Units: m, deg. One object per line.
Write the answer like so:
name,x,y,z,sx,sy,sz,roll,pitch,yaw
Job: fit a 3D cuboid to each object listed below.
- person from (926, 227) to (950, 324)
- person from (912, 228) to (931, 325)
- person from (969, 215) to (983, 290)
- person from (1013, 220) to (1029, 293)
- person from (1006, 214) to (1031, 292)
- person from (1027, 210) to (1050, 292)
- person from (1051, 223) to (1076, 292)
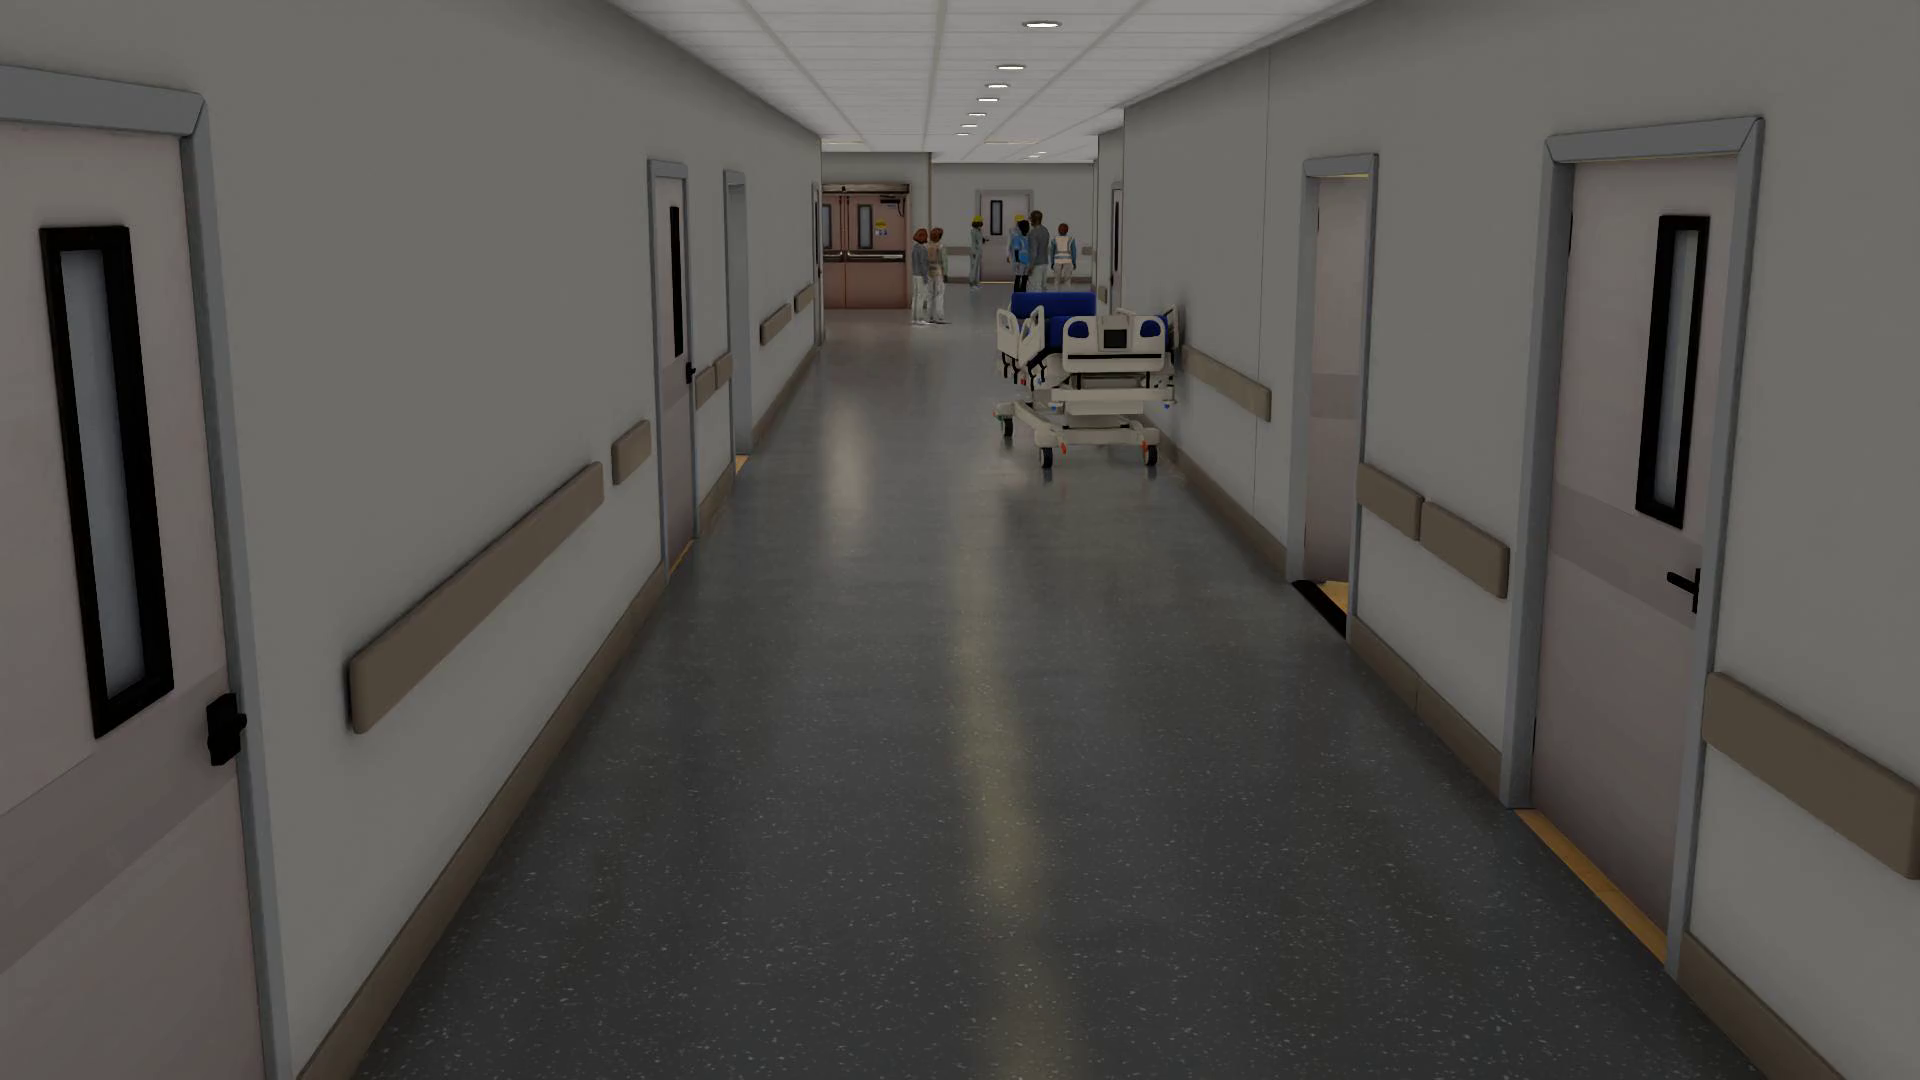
person,-0.397,-4.538,28.578,0.306,1.645,0.522,-10,15,-41
person,-0.666,-4.469,28.268,0.268,1.632,0.507,-4,12,-21
person,0.407,-6.800,39.354,0.312,1.744,0.487,4,12,19
person,1.291,-5.669,33.955,0.321,1.697,0.530,10,15,40
person,1.361,-6.517,37.855,0.591,1.803,0.815,-2,12,-11
person,1.349,-4.768,28.979,0.376,1.940,0.629,6,13,27
person,2.111,-5.643,33.975,0.521,1.640,0.310,3,12,14
